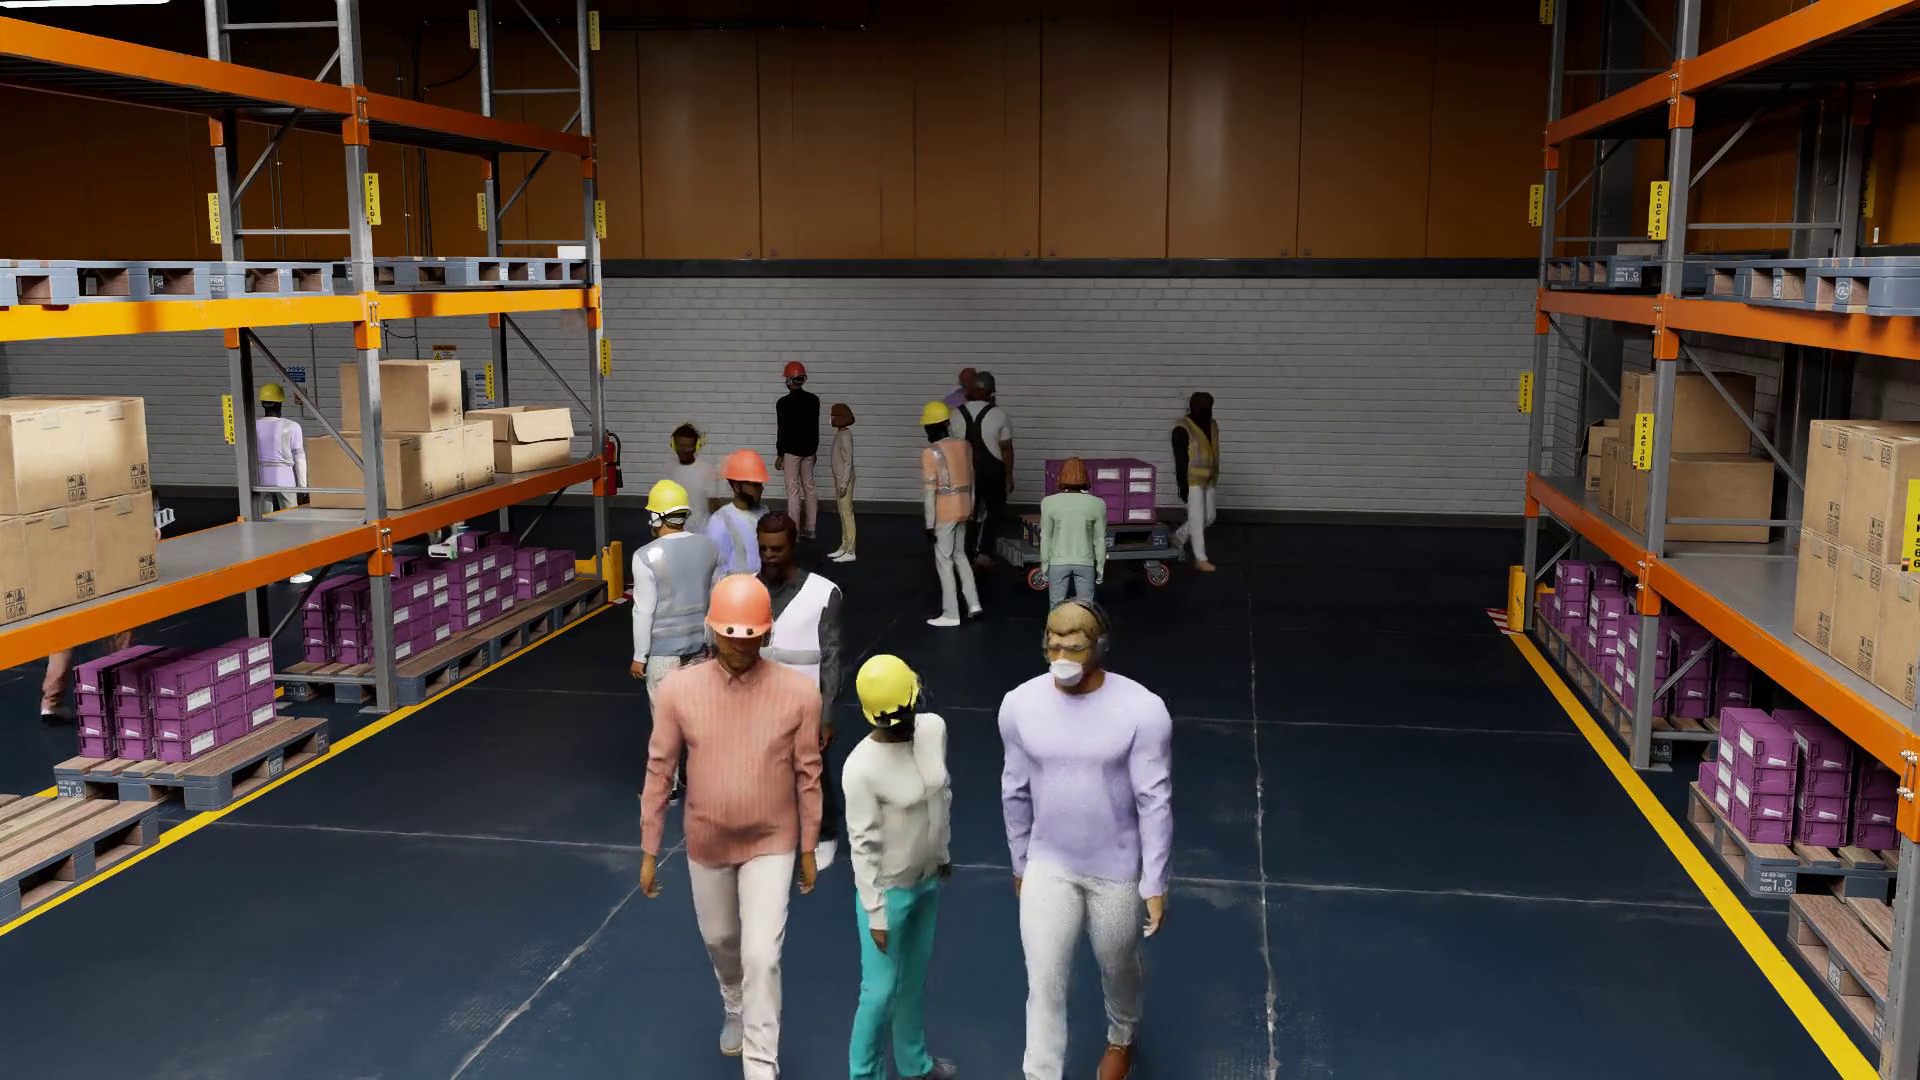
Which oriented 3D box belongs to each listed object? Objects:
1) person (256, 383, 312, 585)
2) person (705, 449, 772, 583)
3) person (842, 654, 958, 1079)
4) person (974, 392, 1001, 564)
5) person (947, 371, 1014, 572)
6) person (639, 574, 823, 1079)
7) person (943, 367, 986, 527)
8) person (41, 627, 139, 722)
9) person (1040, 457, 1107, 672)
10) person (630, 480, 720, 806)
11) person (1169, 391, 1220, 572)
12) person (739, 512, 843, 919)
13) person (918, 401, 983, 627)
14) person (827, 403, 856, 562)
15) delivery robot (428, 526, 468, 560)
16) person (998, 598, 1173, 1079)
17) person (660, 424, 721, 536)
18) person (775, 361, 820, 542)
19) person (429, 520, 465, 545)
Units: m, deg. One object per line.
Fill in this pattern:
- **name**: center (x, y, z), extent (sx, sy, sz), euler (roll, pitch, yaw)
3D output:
- **person**: center (-6.503, -0.525, 15.834), extent (0.584, 1.927, 0.367), euler (0, 9, -2)
- **person**: center (-1.393, 0.387, 10.224), extent (0.630, 1.921, 0.549), euler (5, 10, 27)
- **person**: center (-0.169, 1.202, 5.843), extent (0.325, 1.718, 0.654), euler (6, 11, 34)
- **person**: center (0.190, -0.655, 16.821), extent (0.665, 1.859, 0.727), euler (-4, 10, -24)
- **person**: center (0.197, -0.672, 16.393), extent (0.726, 2.000, 0.536), euler (3, 10, 18)
- **person**: center (-0.815, 1.070, 6.046), extent (0.645, 1.970, 0.954), euler (0, 9, 2)
- **person**: center (0.136, -1.038, 19.096), extent (0.684, 1.888, 0.542), euler (3, 10, 17)
- **person**: center (-5.847, 0.270, 11.152), extent (0.659, 1.865, 0.977), euler (2, 9, 10)
- **person**: center (0.836, 0.201, 12.293), extent (0.494, 1.624, 0.287), euler (0, 9, 1)
- **person**: center (-1.617, 0.573, 9.355), extent (0.404, 1.833, 0.590), euler (7, 12, 38)
- **person**: center (2.312, -0.596, 16.648), extent (0.643, 1.812, 0.612), euler (-8, 12, -41)
- **person**: center (-0.829, 0.781, 7.991), extent (0.596, 1.873, 1.037), euler (2, 9, 13)
- **person**: center (-0.099, -0.215, 13.980), extent (0.492, 1.908, 0.625), euler (7, 12, 39)
- **person**: center (-1.217, -0.592, 17.151), extent (0.281, 1.634, 0.498), euler (-2, 9, -12)
- **delivery robot**: center (-4.722, 0.113, 15.834), extent (0.477, 0.478, 0.707), euler (4, 10, 23)
- **person**: center (0.439, 1.121, 5.805), extent (0.639, 1.900, 1.002), euler (3, 10, 17)
- **person**: center (-2.138, -0.069, 13.488), extent (0.529, 1.792, 1.041), euler (1, 9, 5)
- **person**: center (-1.805, -0.980, 18.431), extent (0.375, 1.995, 0.609), euler (8, 12, 40)
- **person**: center (-5.178, -0.618, 16.744), extent (0.603, 1.816, 0.675), euler (-4, 10, -24)
